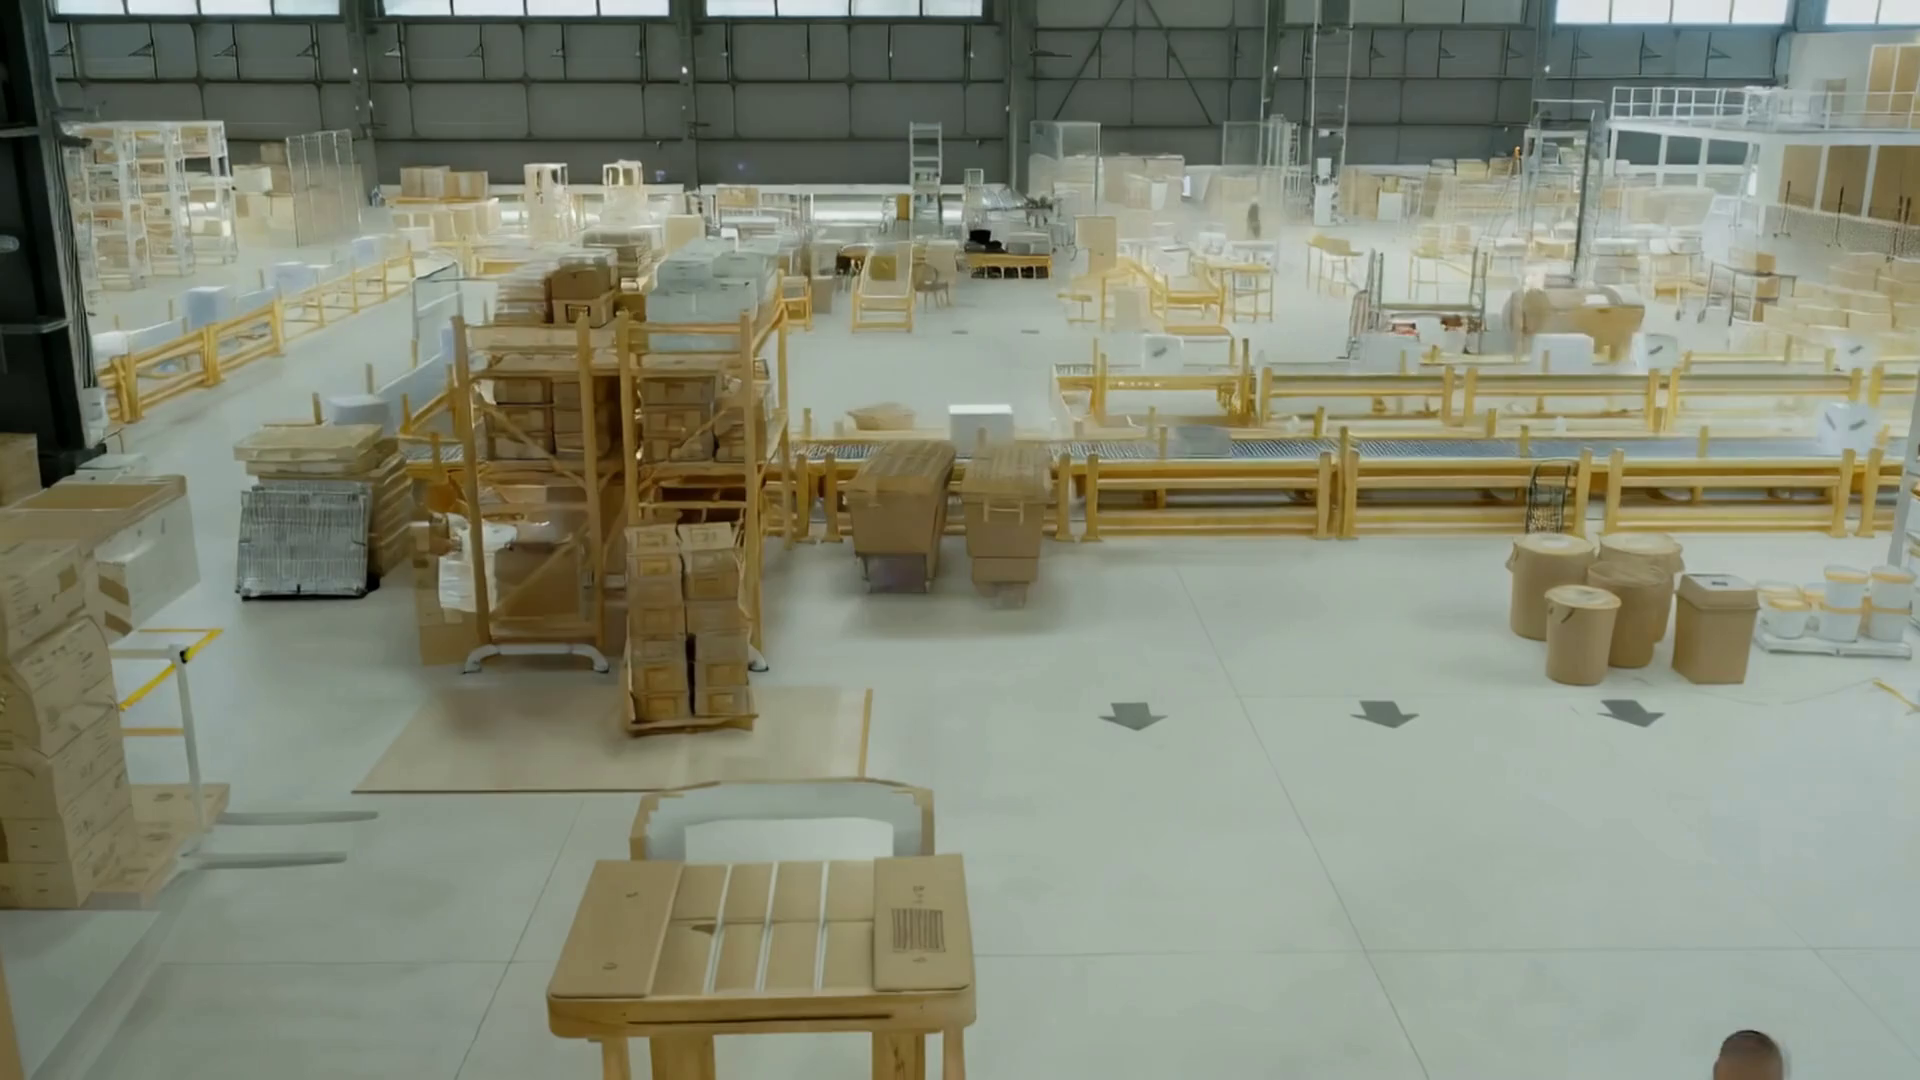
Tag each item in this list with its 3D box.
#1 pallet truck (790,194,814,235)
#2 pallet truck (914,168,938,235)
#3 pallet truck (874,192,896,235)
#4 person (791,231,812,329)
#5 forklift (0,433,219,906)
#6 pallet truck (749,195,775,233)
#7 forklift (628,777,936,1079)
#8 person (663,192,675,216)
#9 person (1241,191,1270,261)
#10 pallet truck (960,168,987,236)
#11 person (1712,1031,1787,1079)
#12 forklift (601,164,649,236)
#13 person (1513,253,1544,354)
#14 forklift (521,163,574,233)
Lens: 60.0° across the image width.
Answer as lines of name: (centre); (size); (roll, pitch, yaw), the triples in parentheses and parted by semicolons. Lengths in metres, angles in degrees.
pallet truck: (-4.814, -9.883, 50.259); (0.704, 1.261, 1.522); (-1, 16, -3)
pallet truck: (-0.989, -10.316, 50.507); (0.823, 1.965, 1.885); (1, 16, 3)
pallet truck: (-2.277, -9.986, 50.594); (0.653, 1.274, 1.630); (0, 16, -1)
person: (-3.112, -5.097, 32.553); (0.396, 1.899, 0.644); (-1, 16, -4)
forklift: (-5.952, 0.780, 10.366); (1.873, 2.768, 1.129); (0, 16, -1)
pallet truck: (-6.051, -9.967, 50.660); (0.680, 1.201, 1.601); (0, 16, -1)
forklift: (-0.542, 2.165, 5.552); (1.129, 2.768, 1.873); (-1, 16, -2)
person: (-7.637, -8.251, 43.757); (0.388, 1.751, 0.541); (-10, 19, -30)
person: (7.341, -7.674, 41.370); (1.101, 1.984, 0.614); (4, 17, 14)
pallet truck: (0.383, -10.230, 50.206); (0.823, 1.965, 1.885); (-1, 16, -3)
person: (2.819, 2.598, 6.126); (0.940, 1.709, 0.528); (-11, 20, -34)
forklift: (-9.948, -10.127, 49.296); (1.157, 1.987, 2.680); (-1, 16, -3)
person: (9.788, -3.963, 28.573); (0.464, 1.920, 0.563); (-4, 16, -12)
forklift: (-12.233, -10.122, 49.298); (1.157, 1.987, 2.680); (0, 16, -1)
